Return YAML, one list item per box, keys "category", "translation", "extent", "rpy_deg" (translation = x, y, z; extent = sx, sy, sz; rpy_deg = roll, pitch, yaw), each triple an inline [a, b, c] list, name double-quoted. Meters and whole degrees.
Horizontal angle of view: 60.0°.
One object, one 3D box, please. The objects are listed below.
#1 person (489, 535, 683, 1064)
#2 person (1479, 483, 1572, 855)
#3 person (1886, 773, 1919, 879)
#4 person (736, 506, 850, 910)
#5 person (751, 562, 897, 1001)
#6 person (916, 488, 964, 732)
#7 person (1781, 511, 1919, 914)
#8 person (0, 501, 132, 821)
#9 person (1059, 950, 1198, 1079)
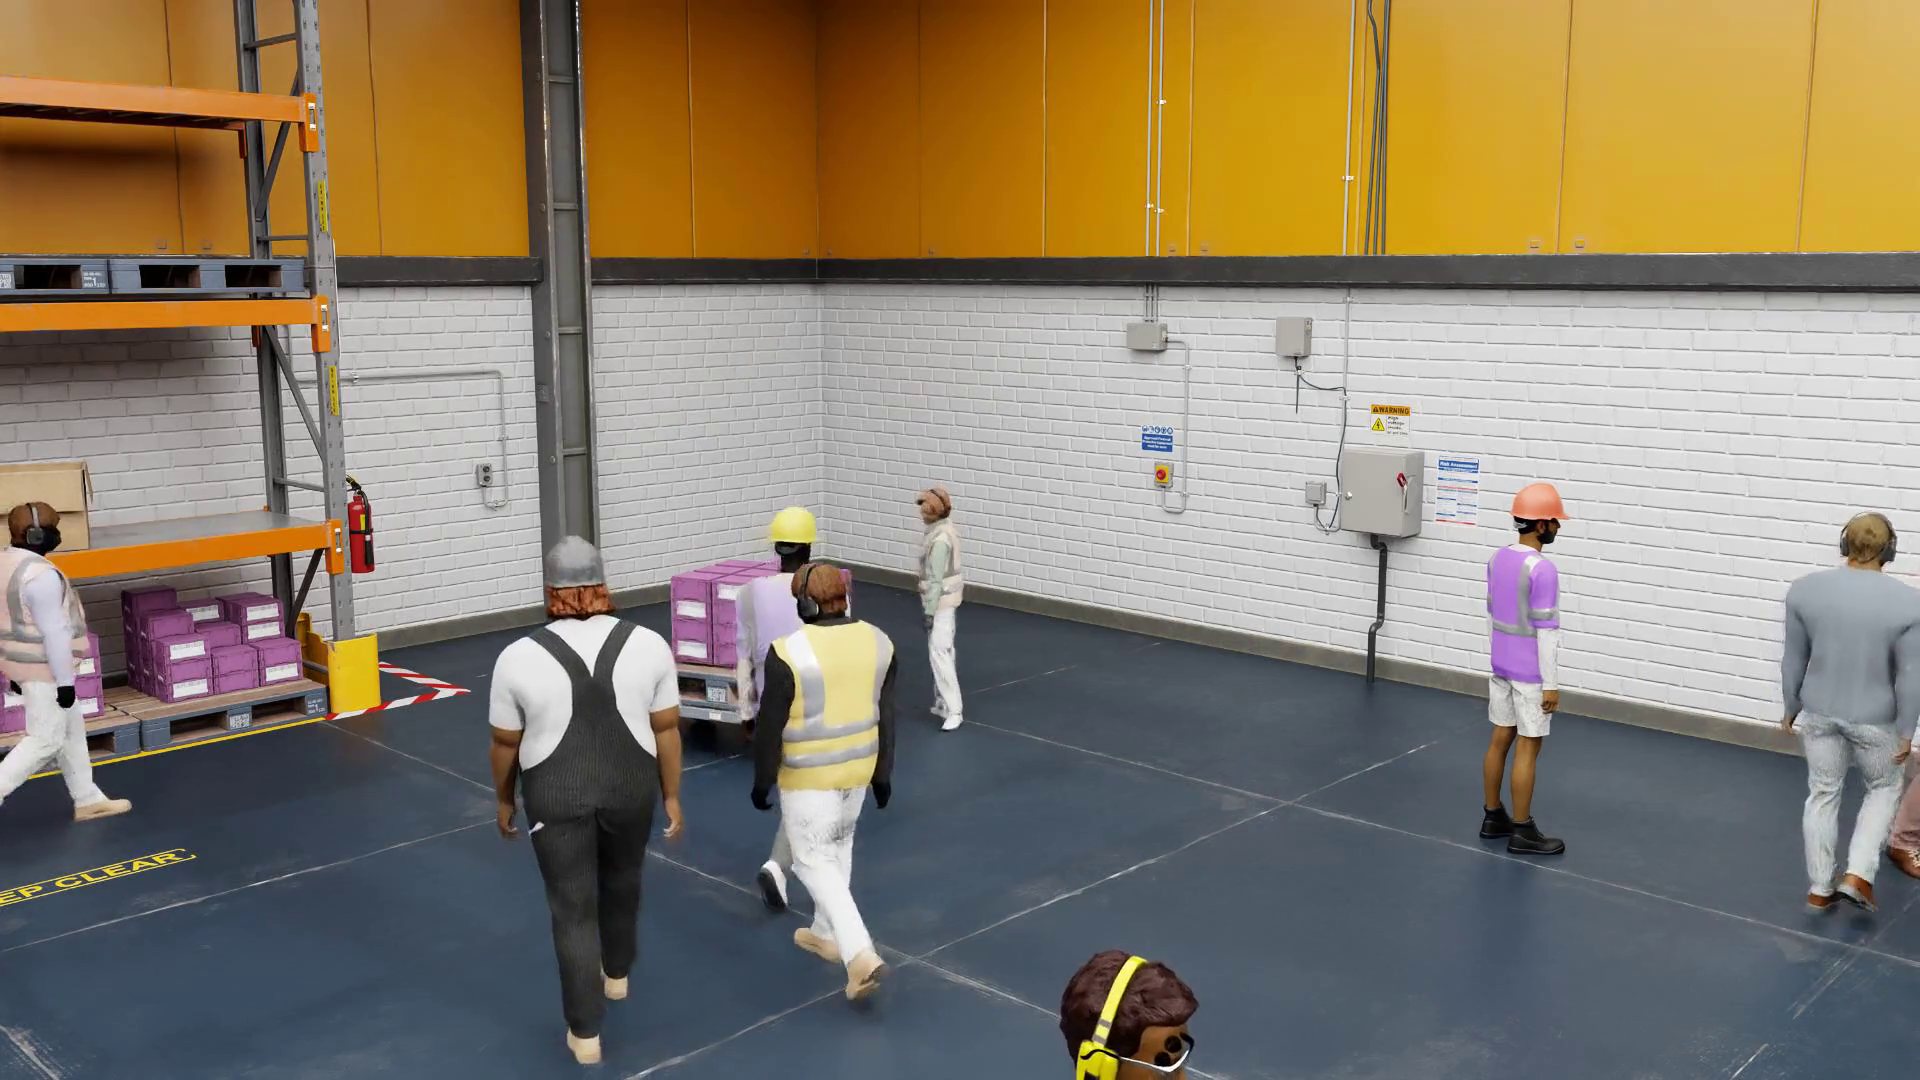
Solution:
- category: "person"
  translation: [-1.503, 0.947, 6.615]
  extent: [0.710, 2.000, 0.938]
  rpy_deg: [-4, 10, -21]
- category: "person"
  translation: [2.955, 0.665, 8.665]
  extent: [0.361, 1.938, 0.545]
  rpy_deg: [-2, 10, -14]
- category: "person"
  translation: [4.892, 0.827, 7.950]
  extent: [0.655, 1.857, 1.013]
  rpy_deg: [-2, 10, -14]
- category: "person"
  translation: [-0.822, 0.791, 8.046]
  extent: [0.589, 1.899, 0.847]
  rpy_deg: [4, 10, 21]
- category: "person"
  translation: [-0.522, 1.000, 7.010]
  extent: [0.615, 1.819, 0.821]
  rpy_deg: [-8, 12, -40]
- category: "person"
  translation: [-0.137, 0.441, 11.053]
  extent: [0.324, 1.611, 0.608]
  rpy_deg: [0, 9, 2]
- category: "person"
  translation: [4.165, 0.817, 7.782]
  extent: [0.632, 1.928, 0.430]
  rpy_deg: [8, 12, 40]
- category: "person"
  translation: [-4.950, 0.696, 8.866]
  extent: [0.632, 1.814, 0.842]
  rpy_deg: [9, 13, 44]
- category: "person"
  translation: [0.269, 1.630, 2.976]
  extent: [0.329, 1.865, 0.507]
  rpy_deg: [4, 10, 23]
